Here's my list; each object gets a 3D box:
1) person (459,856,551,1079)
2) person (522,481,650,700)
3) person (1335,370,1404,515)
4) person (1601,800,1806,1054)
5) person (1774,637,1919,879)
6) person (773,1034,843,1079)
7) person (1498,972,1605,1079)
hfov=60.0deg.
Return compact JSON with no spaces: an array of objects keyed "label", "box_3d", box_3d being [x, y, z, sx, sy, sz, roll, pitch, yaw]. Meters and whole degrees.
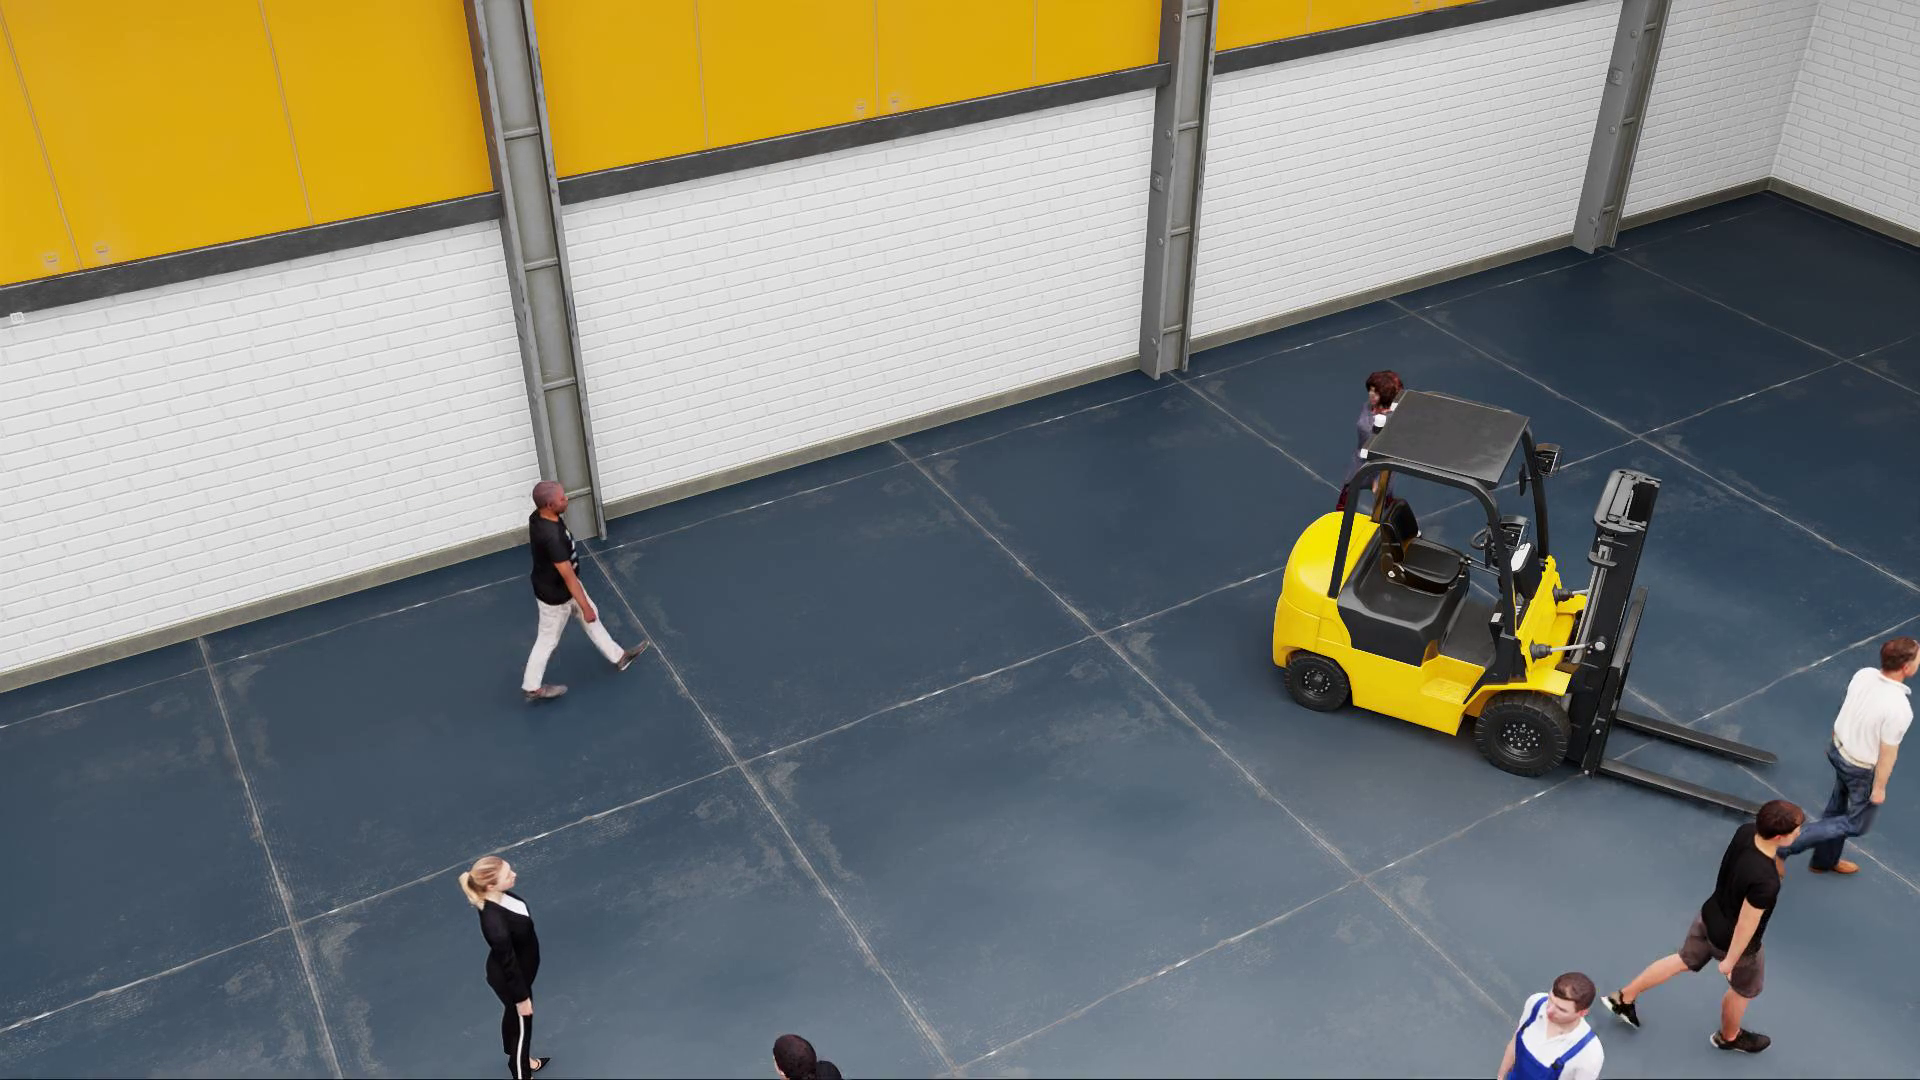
[{"label":"person","box_3d":[-2.389,2.321,8.846,0.565,1.706,0.639,-14,36,-20]},{"label":"person","box_3d":[-2.911,0.407,11.687,1.236,1.749,0.809,-13,36,-18]},{"label":"person","box_3d":[3.354,-0.569,13.231,1.045,1.665,0.600,-18,38,-25]},{"label":"person","box_3d":[4.097,2.096,9.070,1.265,1.834,1.062,1,34,1]},{"label":"person","box_3d":[5.385,1.372,10.152,1.079,1.841,0.959,1,34,2]},{"label":"person","box_3d":[-0.627,3.012,7.783,0.968,1.732,0.975,21,39,28]},{"label":"person","box_3d":[2.882,2.721,8.125,1.009,1.838,0.693,-14,36,-20]}]
